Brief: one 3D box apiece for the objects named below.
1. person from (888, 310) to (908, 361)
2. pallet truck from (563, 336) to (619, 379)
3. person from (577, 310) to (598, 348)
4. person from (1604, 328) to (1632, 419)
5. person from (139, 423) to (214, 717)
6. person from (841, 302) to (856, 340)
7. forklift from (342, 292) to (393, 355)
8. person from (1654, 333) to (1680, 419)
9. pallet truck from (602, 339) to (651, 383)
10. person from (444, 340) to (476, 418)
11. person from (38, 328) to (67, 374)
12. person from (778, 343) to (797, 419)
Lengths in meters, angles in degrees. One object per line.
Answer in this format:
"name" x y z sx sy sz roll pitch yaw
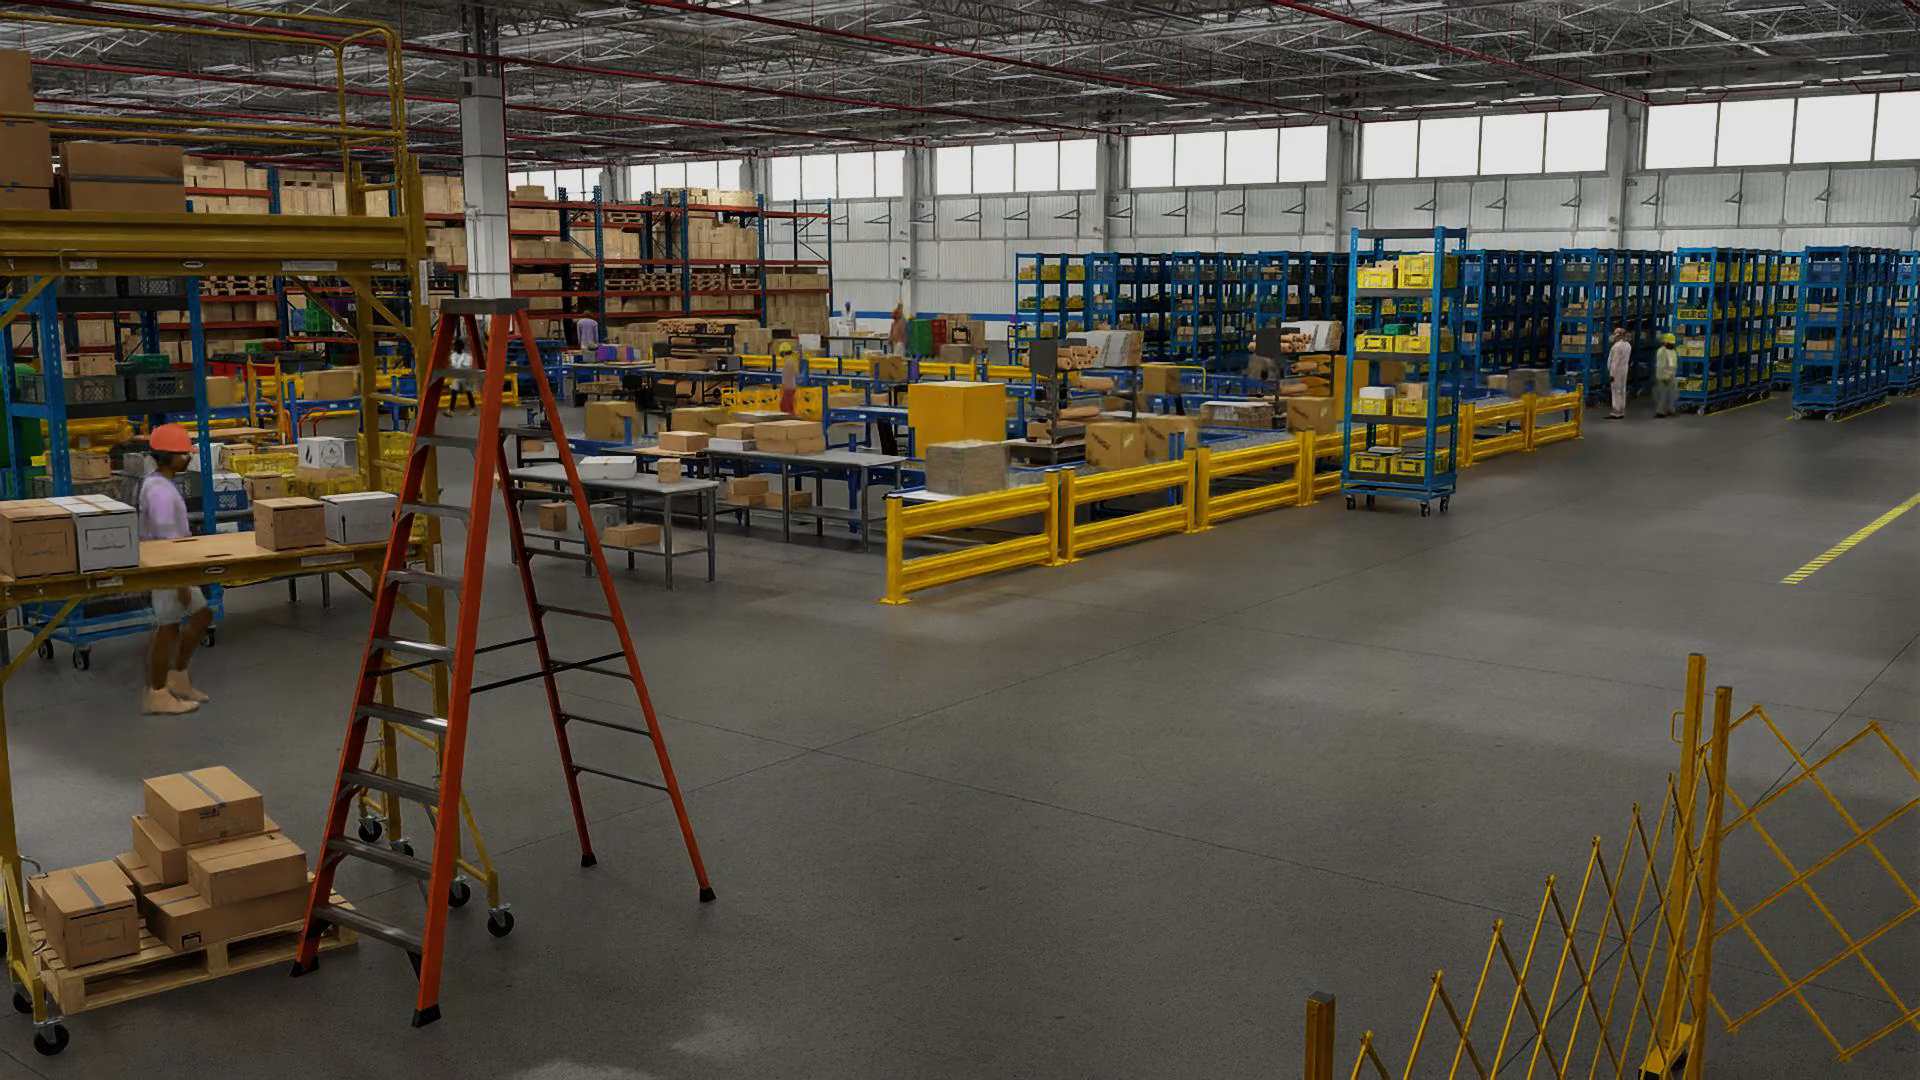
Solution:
"person" -1.897 -6.027 50.605 1.077 1.927 0.595 -6 11 -33
"pallet truck" -10.690 -5.294 48.215 1.601 1.201 0.680 -5 10 -26
"person" -11.342 -6.039 50.703 0.622 1.932 0.368 -1 9 -8
"person" 13.712 -3.467 34.703 0.409 1.909 0.639 9 12 43
"person" -5.362 0.209 11.380 0.545 2.021 0.651 -4 10 -22
"person" -4.445 -8.499 66.106 0.621 1.918 0.889 1 9 6
"forklift" -16.485 -5.622 45.120 1.129 2.768 1.873 7 11 37
"person" 14.789 -3.414 34.714 0.602 1.794 0.629 -6 11 -32
"pallet truck" -8.991 -4.871 45.351 0.653 1.274 1.630 7 11 37
"person" -10.542 -3.401 35.094 0.539 1.640 0.885 3 10 19
"person" -18.951 -3.495 34.881 0.401 1.904 0.646 4 10 22
"person" -3.259 -2.809 31.103 0.538 1.748 0.538 1 9 7
